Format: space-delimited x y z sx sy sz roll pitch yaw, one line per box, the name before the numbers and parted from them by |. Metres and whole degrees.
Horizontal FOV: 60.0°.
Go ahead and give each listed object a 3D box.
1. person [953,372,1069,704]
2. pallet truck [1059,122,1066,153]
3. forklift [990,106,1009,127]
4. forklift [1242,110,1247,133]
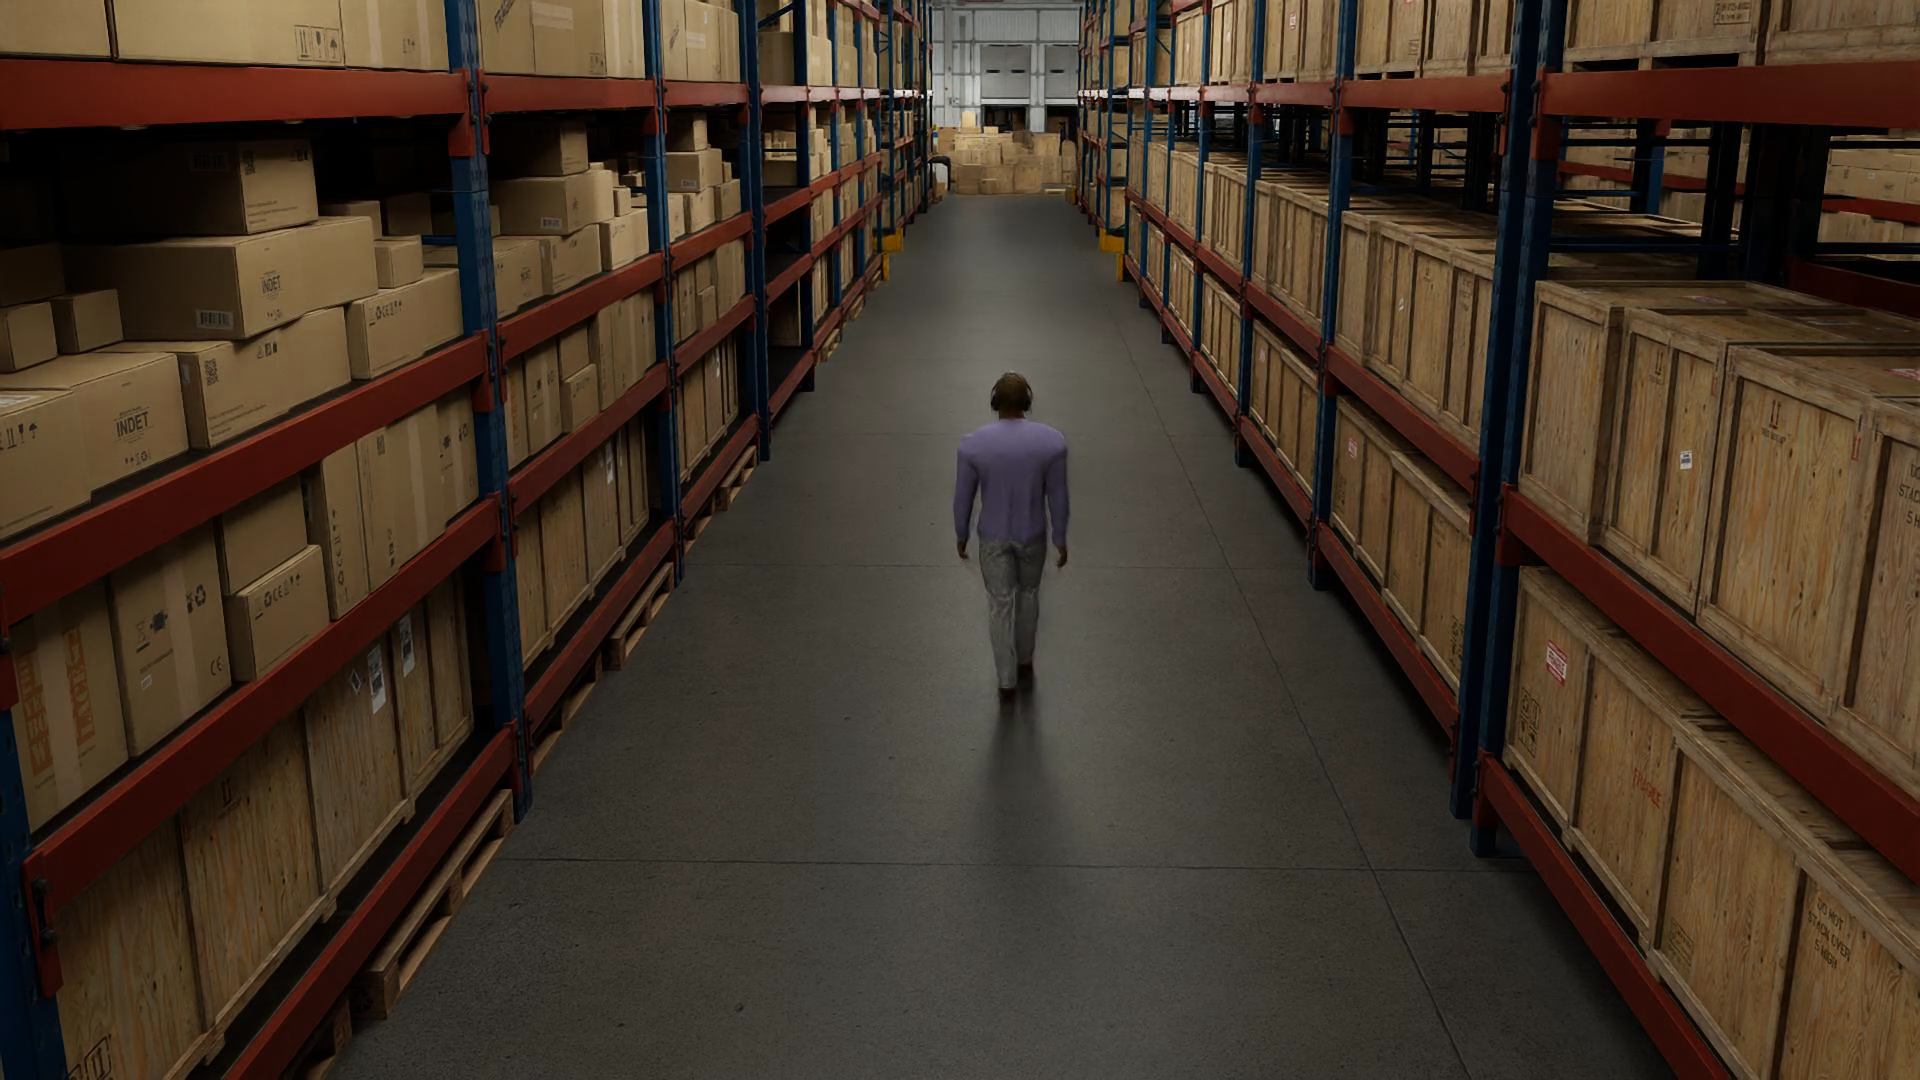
person | 0.288 -0.047 9.795 0.662 1.910 0.832 -1 15 -3
pallet truck | 5.788 -21.111 88.014 1.885 1.965 0.823 5 16 18
forklift | 1.989 -20.454 83.894 1.129 2.768 1.873 -7 17 -25
forklift | 11.261 -15.245 64.514 1.129 2.768 1.873 6 16 21
